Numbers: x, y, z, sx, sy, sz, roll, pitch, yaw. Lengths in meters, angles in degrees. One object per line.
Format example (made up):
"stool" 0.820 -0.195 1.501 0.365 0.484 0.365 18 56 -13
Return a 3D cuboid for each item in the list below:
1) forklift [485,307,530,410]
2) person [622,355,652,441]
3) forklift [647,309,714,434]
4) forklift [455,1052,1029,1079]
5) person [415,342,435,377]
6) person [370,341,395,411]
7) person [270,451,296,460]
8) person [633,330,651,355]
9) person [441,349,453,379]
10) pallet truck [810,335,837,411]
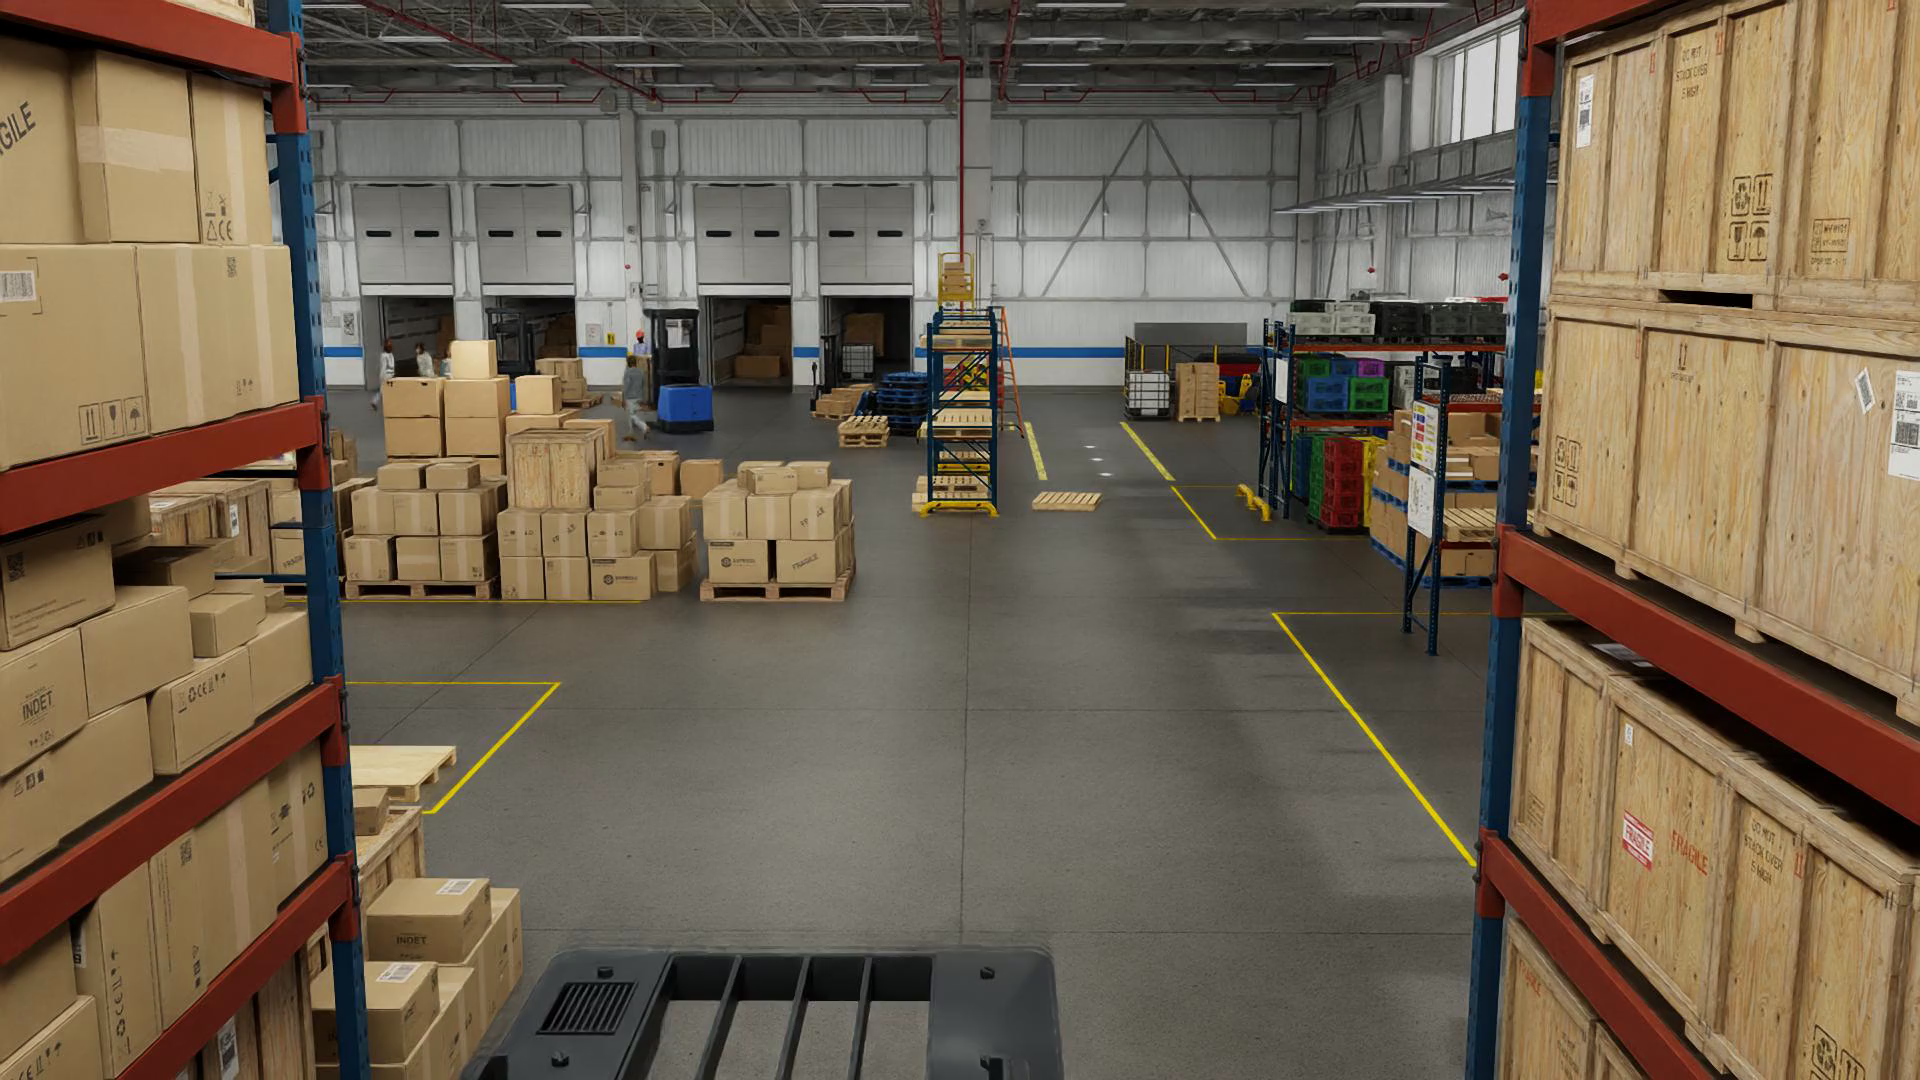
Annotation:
"forklift" -10.754 -4.150 39.646 1.129 2.768 1.873 0 10 1
"person" -7.061 -3.074 36.224 0.723 1.917 0.637 4 11 22
"forklift" -6.464 -3.921 38.322 1.129 2.768 1.873 -5 11 -25
"forklift" -0.351 2.235 2.805 1.129 2.768 1.873 0 10 1
"person" -13.487 -4.066 42.063 0.668 1.881 1.049 10 14 44
"person" -14.975 -4.267 43.319 0.910 1.853 0.584 2 10 13
"person" -9.635 -0.847 23.515 1.017 1.860 0.609 -1 10 -3
"person" -9.047 -4.991 47.261 0.543 1.928 0.392 3 10 17
"person" -13.431 -4.244 43.897 0.851 1.602 0.533 4 11 24
"pallet truck" -3.021 -4.312 43.126 1.885 1.965 0.823 3 10 17
